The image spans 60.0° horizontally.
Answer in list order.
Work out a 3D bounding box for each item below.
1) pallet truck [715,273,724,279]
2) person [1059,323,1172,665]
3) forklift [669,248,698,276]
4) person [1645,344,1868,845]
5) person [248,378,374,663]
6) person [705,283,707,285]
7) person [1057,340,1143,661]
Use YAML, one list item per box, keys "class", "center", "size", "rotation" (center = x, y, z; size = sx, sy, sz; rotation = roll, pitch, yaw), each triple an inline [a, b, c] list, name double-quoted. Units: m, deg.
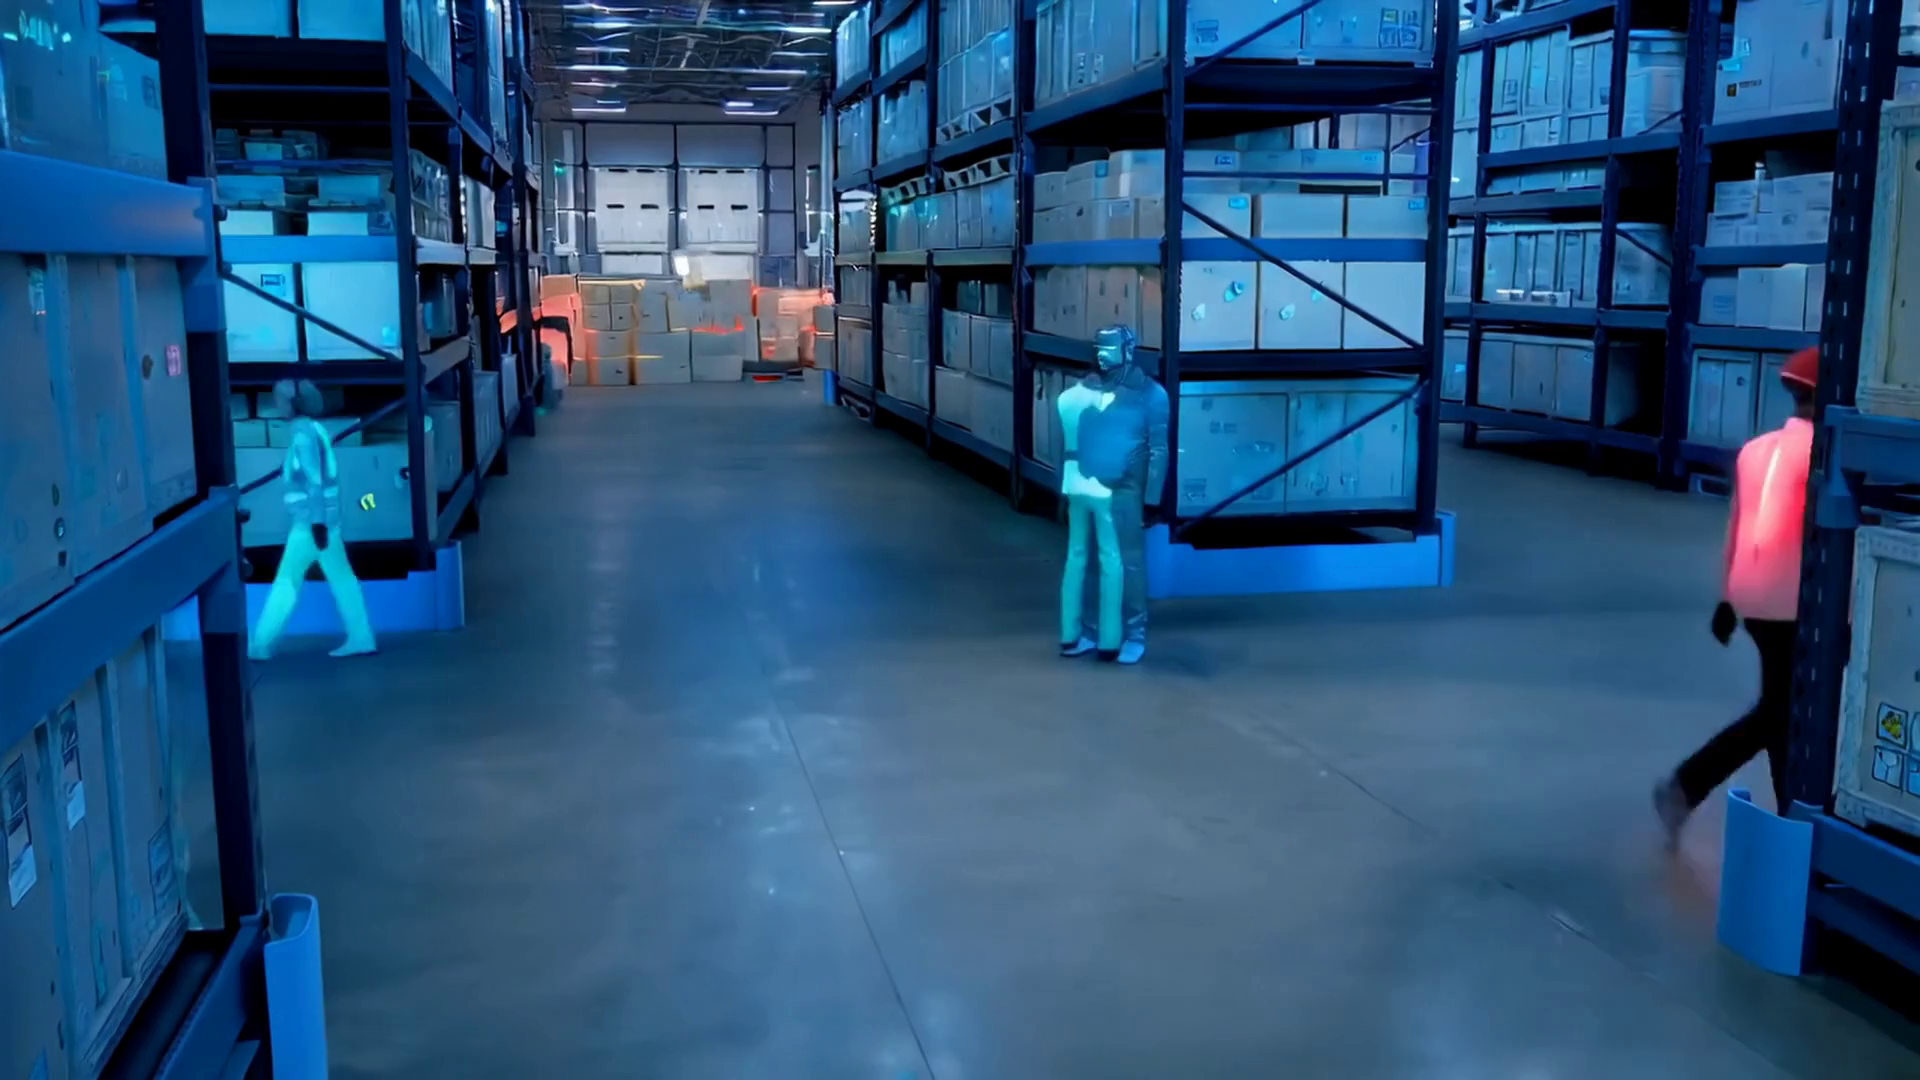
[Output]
- class: "pallet truck"
  center: [-8.580, -8.986, 62.280]
  size: [1.885, 1.965, 0.823]
  rotation: [1, 9, 5]
- class: "person"
  center: [0.851, -0.260, 9.363]
  size: [0.639, 1.911, 0.406]
  rotation: [7, 12, 36]
- class: "forklift"
  center: [-9.059, -8.182, 54.697]
  size: [1.129, 2.768, 1.873]
  rotation: [-8, 12, -40]
- class: "person"
  center: [3.018, 0.237, 6.219]
  size: [0.898, 1.957, 0.629]
  rotation: [-2, 9, -11]
- class: "person"
  center: [-3.730, -0.099, 9.299]
  size: [0.843, 1.592, 0.546]
  rotation: [-3, 10, -16]
- class: "person"
  center: [-9.169, -8.449, 60.101]
  size: [0.310, 1.638, 0.523]
  rotation: [1, 9, 8]
- class: "person"
  center: [0.787, -0.230, 9.416]
  size: [0.565, 1.836, 0.396]
  rotation: [7, 11, 35]
